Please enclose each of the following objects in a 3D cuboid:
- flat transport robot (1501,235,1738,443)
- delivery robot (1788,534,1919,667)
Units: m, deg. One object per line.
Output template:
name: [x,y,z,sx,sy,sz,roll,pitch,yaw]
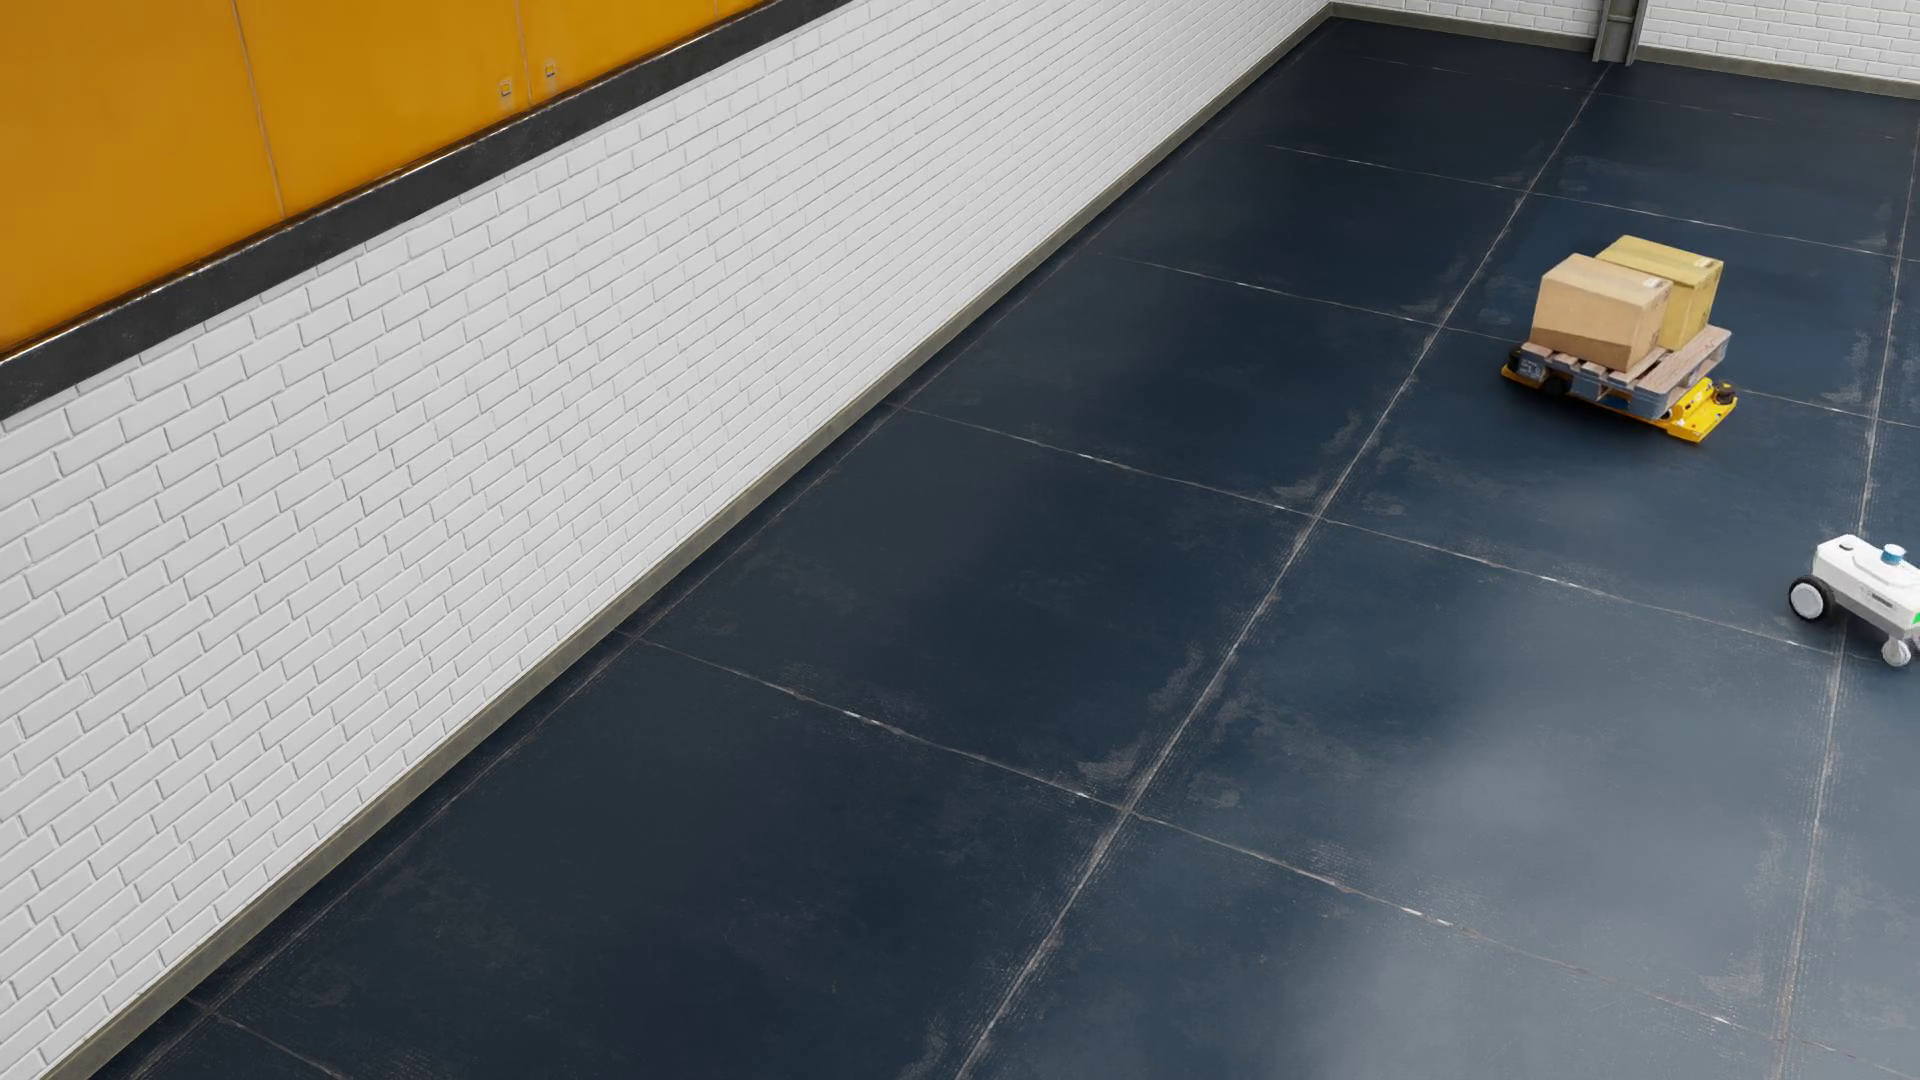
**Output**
flat transport robot: [4.600,-1.108,11.626,1.431,0.231,0.659,26,42,33]
delivery robot: [5.112,0.285,9.289,0.499,0.585,0.765,-16,37,-23]
